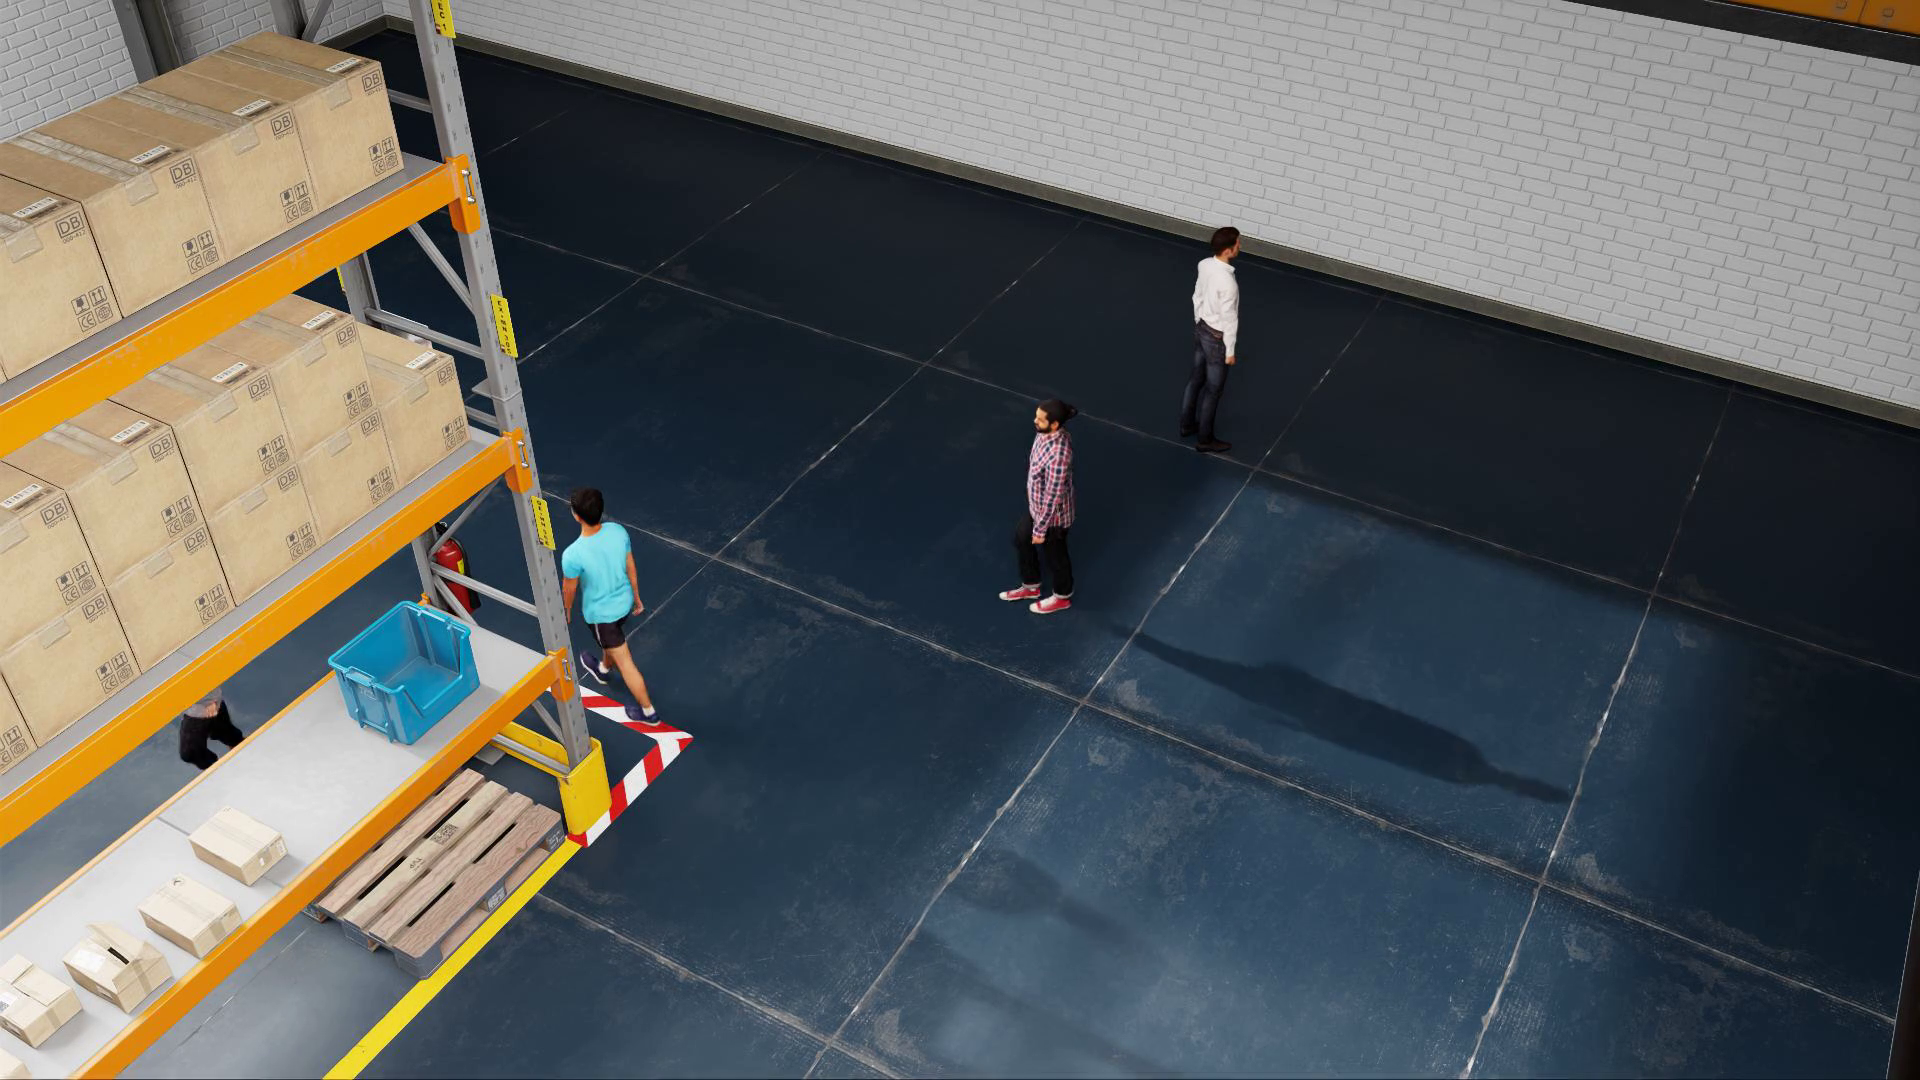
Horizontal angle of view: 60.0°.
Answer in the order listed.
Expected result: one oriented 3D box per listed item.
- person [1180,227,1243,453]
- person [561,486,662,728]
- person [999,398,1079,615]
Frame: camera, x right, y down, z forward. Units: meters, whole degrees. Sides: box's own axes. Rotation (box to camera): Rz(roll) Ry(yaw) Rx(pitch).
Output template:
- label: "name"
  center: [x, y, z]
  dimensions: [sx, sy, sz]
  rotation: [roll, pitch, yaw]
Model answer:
- label: "person"
  center: [1.923, -1.533, 12.651]
  dimensions: [0.761, 1.870, 0.737]
  rotation: [-14, 41, -17]
- label: "person"
  center: [-2.096, 0.474, 10.239]
  dimensions: [0.766, 1.744, 0.988]
  rotation: [25, 45, 28]
- label: "person"
  center: [0.669, -0.222, 11.105]
  dimensions: [0.944, 1.751, 0.877]
  rotation: [-6, 39, -7]
